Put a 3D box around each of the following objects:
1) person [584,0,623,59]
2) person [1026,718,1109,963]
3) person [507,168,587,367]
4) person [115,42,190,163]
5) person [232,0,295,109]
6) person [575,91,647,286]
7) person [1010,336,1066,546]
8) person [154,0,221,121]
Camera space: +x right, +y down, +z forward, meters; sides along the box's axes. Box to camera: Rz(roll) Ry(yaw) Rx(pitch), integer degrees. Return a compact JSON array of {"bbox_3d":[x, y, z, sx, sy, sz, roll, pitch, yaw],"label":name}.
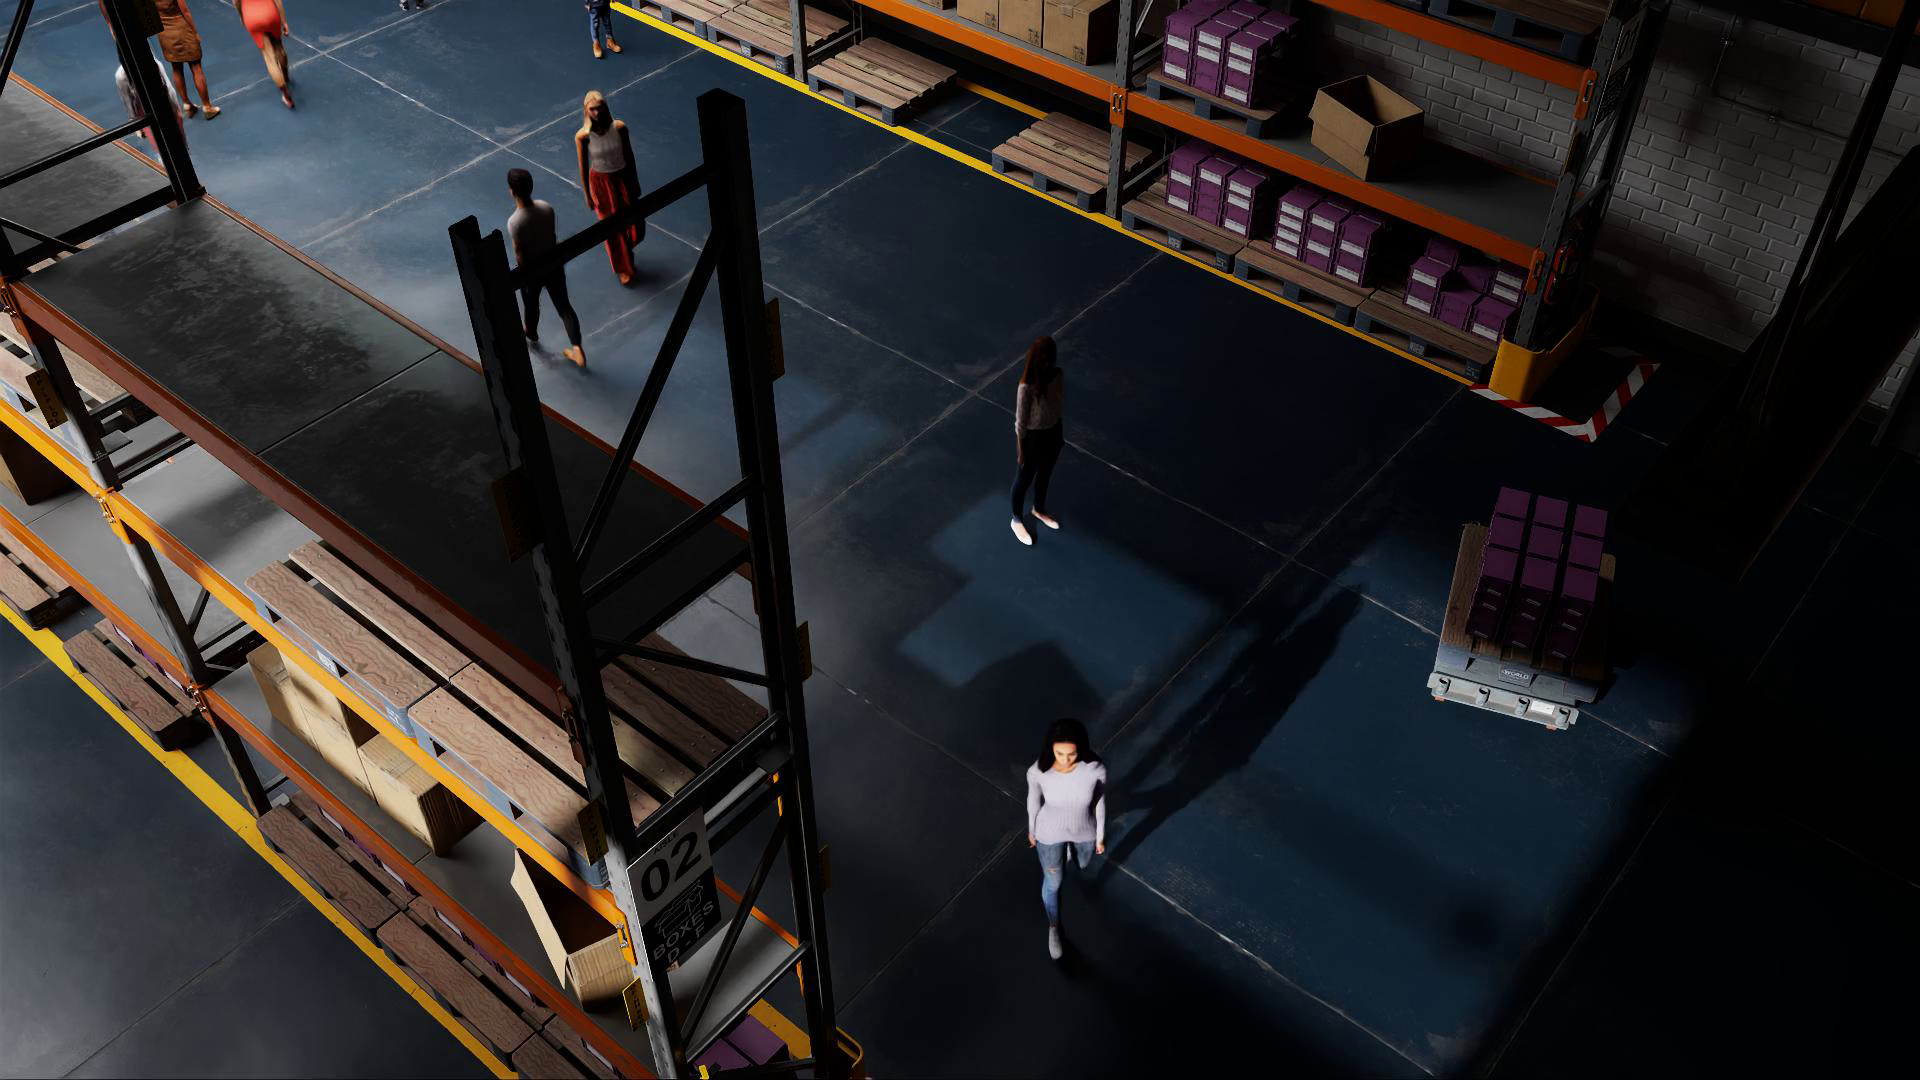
[{"bbox_3d":[-3.766,-5.672,17.312,0.549,1.250,0.557,-26,49,-25],"label":"person"},{"bbox_3d":[0.603,1.561,9.381,1.041,1.718,1.104,-3,44,-3],"label":"person"},{"bbox_3d":[-3.294,-2.120,13.276,1.067,1.676,0.635,32,52,29],"label":"person"},{"bbox_3d":[-7.221,-3.770,14.966,0.691,1.732,0.910,-29,51,-27],"label":"person"},{"bbox_3d":[-6.838,-5.053,16.347,0.817,1.685,1.077,-21,47,-21],"label":"person"},{"bbox_3d":[-2.981,-3.039,14.157,0.834,1.790,0.924,-15,46,-16],"label":"person"},{"bbox_3d":[0.556,-0.733,11.781,0.617,1.728,0.562,-29,51,-27],"label":"person"},{"bbox_3d":[-7.630,-4.922,16.210,0.599,1.683,0.699,6,44,7],"label":"person"}]
